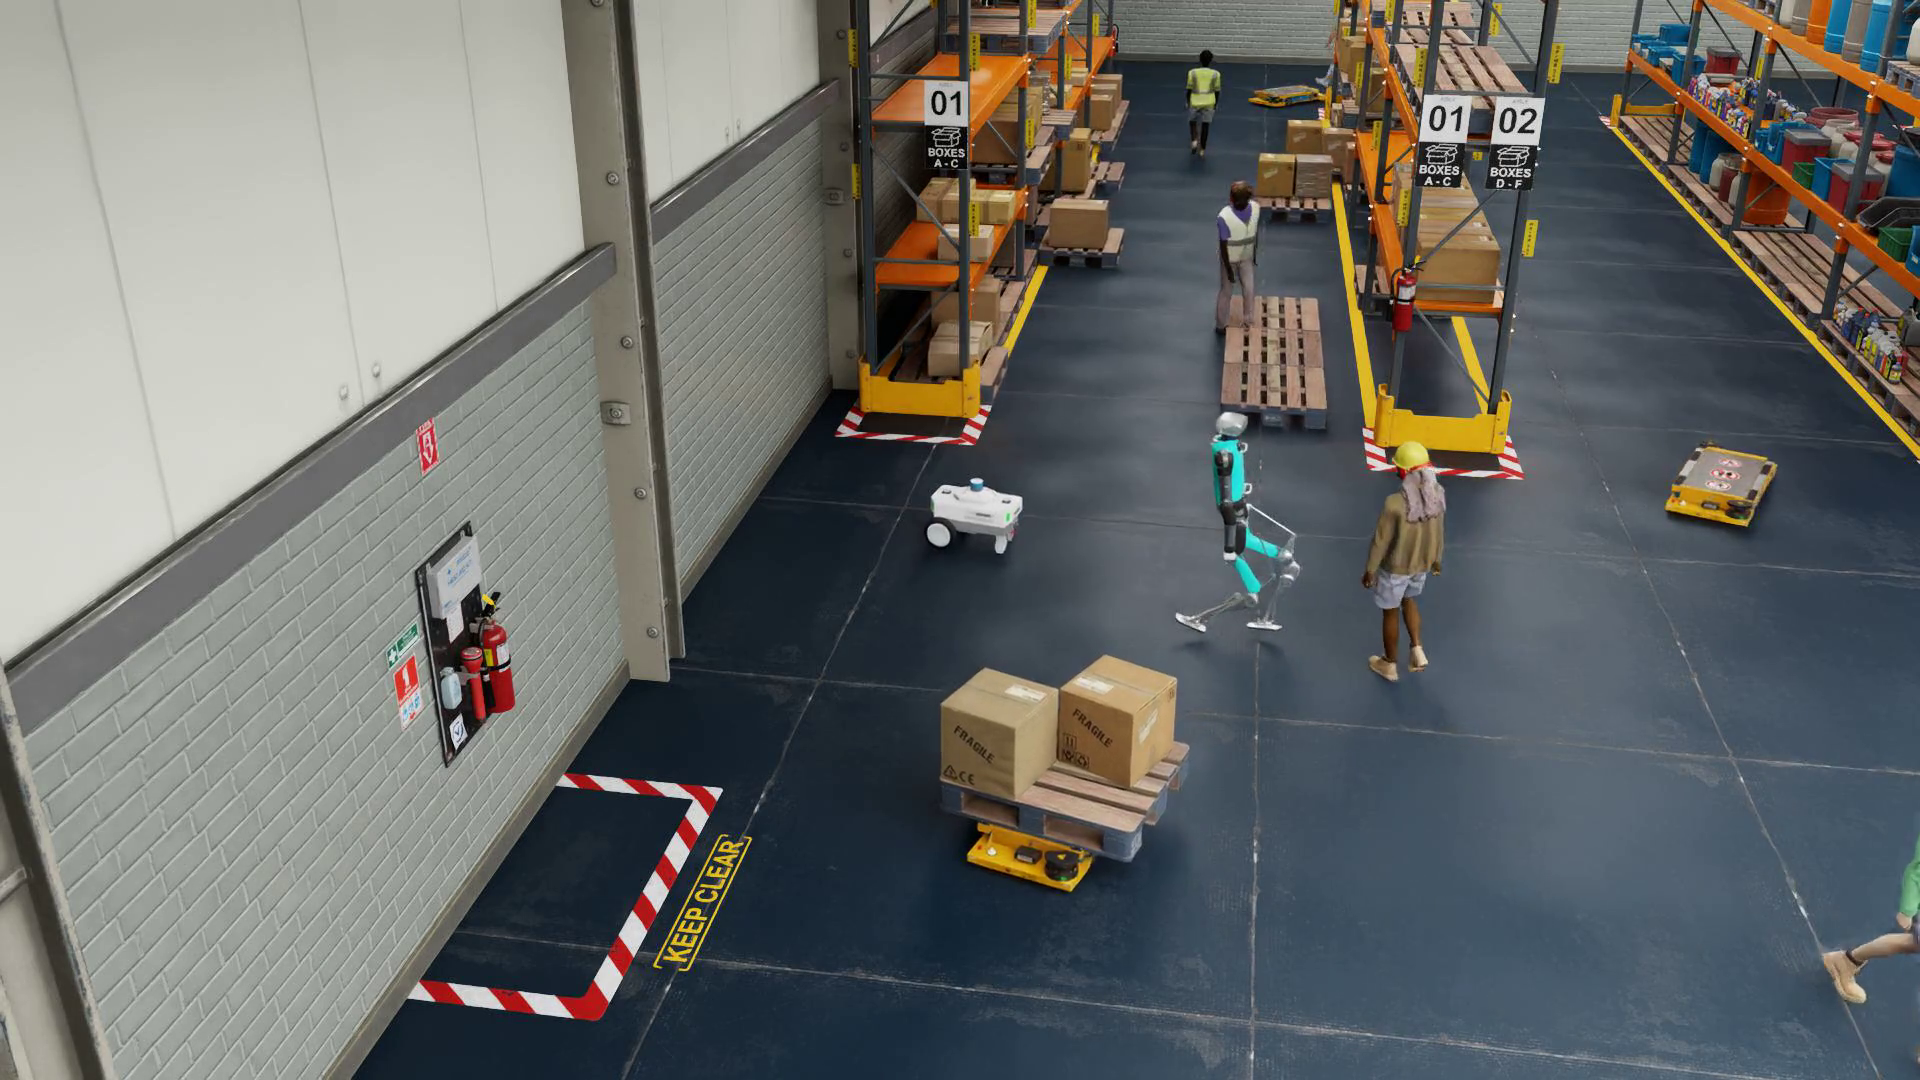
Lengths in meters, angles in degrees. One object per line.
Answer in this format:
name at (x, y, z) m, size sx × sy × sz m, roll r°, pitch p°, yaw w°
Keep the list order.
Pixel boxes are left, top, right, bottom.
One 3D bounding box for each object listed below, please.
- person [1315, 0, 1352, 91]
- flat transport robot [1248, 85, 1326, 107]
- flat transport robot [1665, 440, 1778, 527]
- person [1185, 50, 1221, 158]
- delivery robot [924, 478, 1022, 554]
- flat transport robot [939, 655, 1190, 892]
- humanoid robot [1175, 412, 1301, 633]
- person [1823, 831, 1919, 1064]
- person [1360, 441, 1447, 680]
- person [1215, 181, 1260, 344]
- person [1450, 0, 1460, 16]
person at (7.282, -9.592, 32.063) m, size 0.940 × 1.820 × 0.510 m, roll 19°, pitch 31°, yaw 35°
flat transport robot at (6.148, -8.315, 31.155) m, size 1.431 × 0.231 × 0.659 m, roll -17°, pitch 30°, yaw -33°
flat transport robot at (6.621, -0.497, 14.422) m, size 0.659 × 0.231 × 1.431 m, roll 15°, pitch 29°, yaw 30°
person at (3.881, -6.974, 26.600) m, size 0.552 × 1.684 × 0.378 m, roll 3°, pitch 25°, yaw 6°
delivery robot at (0.120, -0.218, 13.460) m, size 0.743 × 0.572 × 0.501 m, roll 10°, pitch 27°, yaw 20°
flat transport robot at (0.646, 1.578, 9.981) m, size 0.659 × 0.231 × 1.431 m, roll 12°, pitch 28°, yaw 24°
humanoid robot at (2.059, -0.051, 11.730) m, size 0.997 × 1.735 × 0.549 m, roll 6°, pitch 26°, yaw 12°
person at (4.668, 1.705, 8.004) m, size 0.476 × 1.707 × 0.841 m, roll -14°, pitch 29°, yaw -28°
person at (3.014, 0.164, 11.254) m, size 0.586 × 1.751 × 0.426 m, roll -10°, pitch 27°, yaw -21°
person at (3.028, -2.990, 17.952) m, size 0.622 × 1.794 × 0.789 m, roll -11°, pitch 27°, yaw -22°
person at (9.328, -9.410, 31.726) m, size 0.307 × 1.771 × 0.525 m, roll -11°, pitch 27°, yaw -22°
